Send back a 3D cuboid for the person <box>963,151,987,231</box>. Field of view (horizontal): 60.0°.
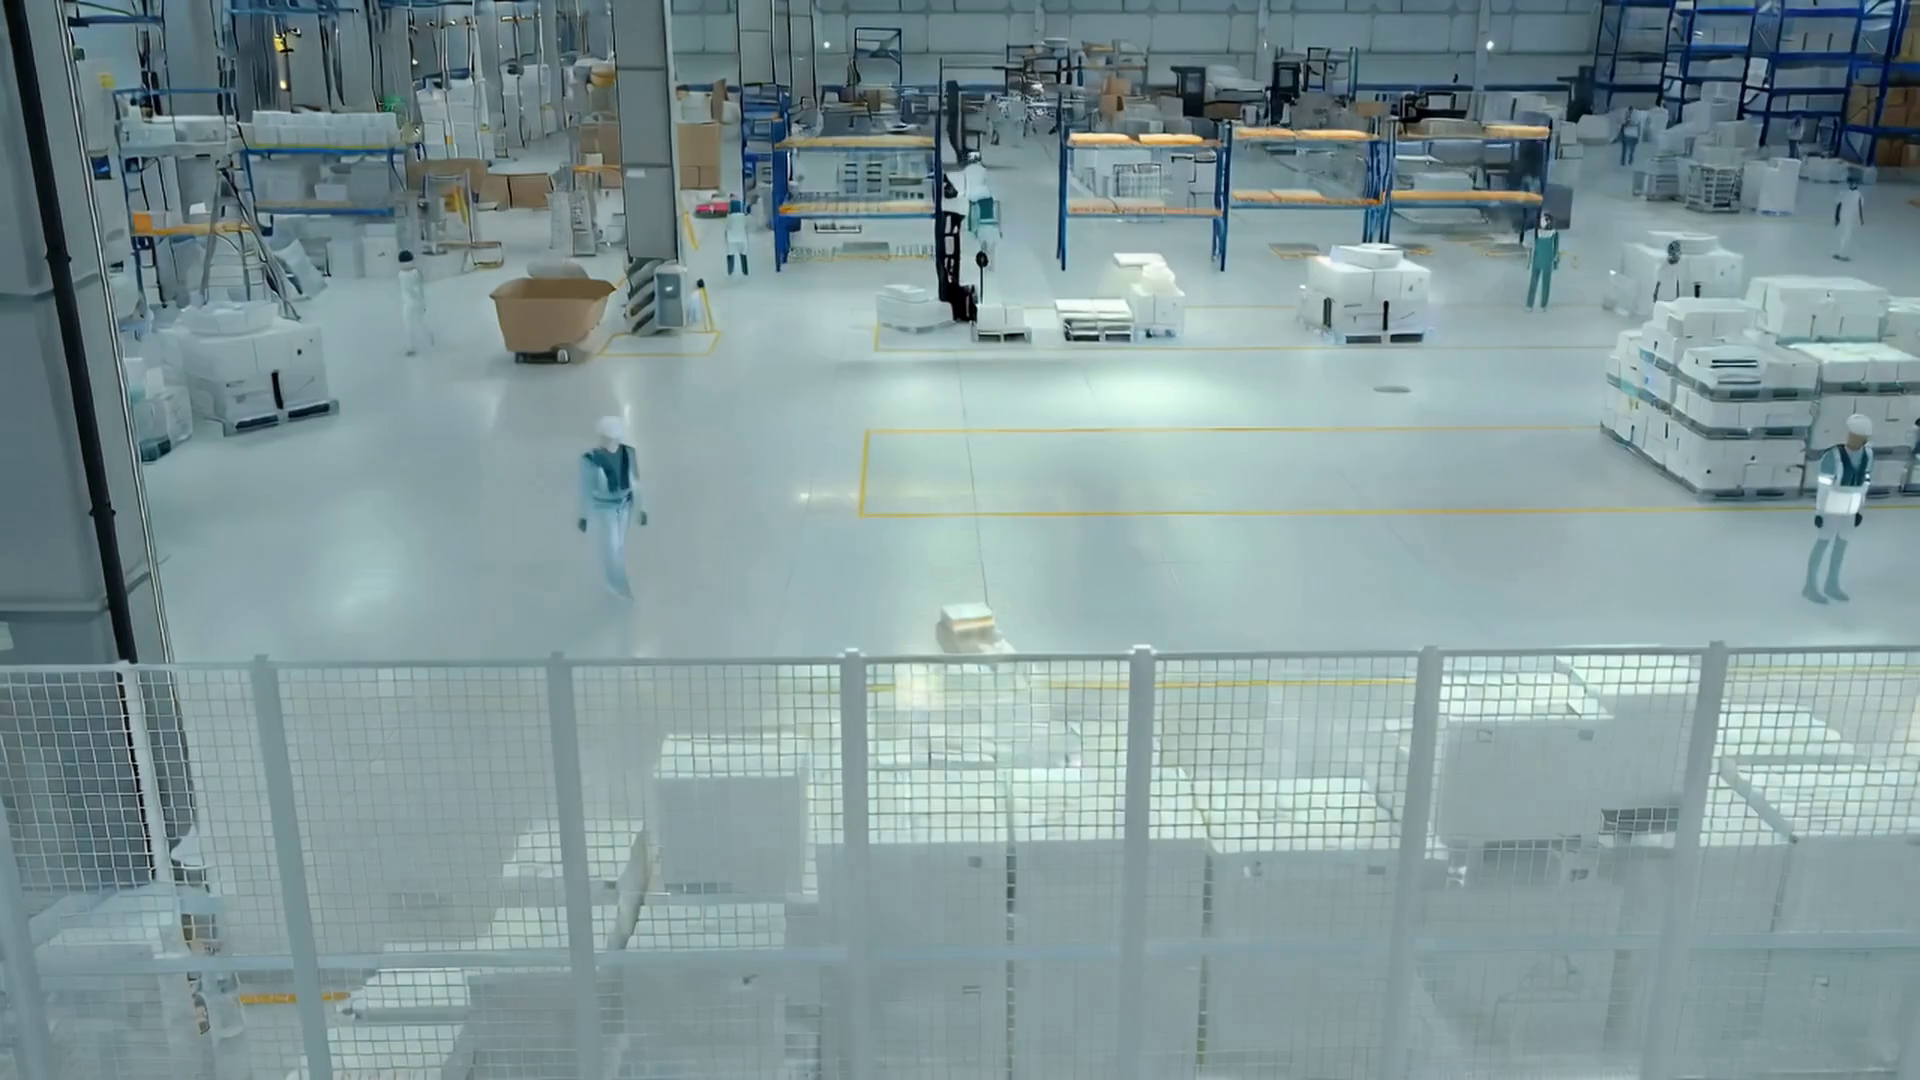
[{"bbox_3d":[0.363,-8.511,40.581,0.594,1.930,0.354,-2,19,-6],"label":"person"}]

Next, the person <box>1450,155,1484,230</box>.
[{"bbox_3d":[12.548,-8.491,40.697,1.021,1.829,0.584,-2,19,-5],"label":"person"}]

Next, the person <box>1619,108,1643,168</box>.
[{"bbox_3d":[21.886,-13.108,54.262,0.609,1.909,0.386,11,22,30],"label":"person"}]

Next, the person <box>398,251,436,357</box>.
[{"bbox_3d":[-8.900,-3.871,27.134,0.488,1.727,0.504,5,19,16],"label":"person"}]

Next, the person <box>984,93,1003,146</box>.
[{"bbox_3d":[1.199,-15.544,61.501,0.959,1.879,0.655,-13,23,-34],"label":"person"}]

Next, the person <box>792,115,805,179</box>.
[{"bbox_3d":[-5.024,-12.107,51.241,0.379,1.938,0.547,-11,22,-30],"label":"person"}]

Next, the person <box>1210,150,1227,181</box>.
[{"bbox_3d":[7.194,-10.272,46.278,0.548,1.622,0.388,4,19,12],"label":"person"}]

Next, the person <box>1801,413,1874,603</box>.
[{"bbox_3d":[8.626,-0.310,16.267,0.541,1.930,0.385,-3,19,-8],"label":"person"}]

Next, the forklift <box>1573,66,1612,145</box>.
[{"bbox_3d":[23.293,-16.232,62.025,1.873,2.768,1.129,17,25,41],"label":"forklift"}]

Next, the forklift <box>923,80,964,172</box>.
[{"bbox_3d":[-0.248,-13.248,53.171,1.873,2.768,1.129,-1,19,-1],"label":"forklift"}]

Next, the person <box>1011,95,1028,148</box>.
[{"bbox_3d":[2.171,-15.315,60.802,0.669,1.932,0.509,-12,22,-31],"label":"person"}]

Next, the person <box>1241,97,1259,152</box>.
[{"bbox_3d":[10.294,-14.768,59.131,0.634,1.938,0.355,2,19,7],"label":"person"}]

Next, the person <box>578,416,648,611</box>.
[{"bbox_3d":[-3.303,-0.264,16.159,0.966,1.897,0.633,16,25,40],"label":"person"}]

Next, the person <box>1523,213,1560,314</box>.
[{"bbox_3d":[10.706,-5.088,30.566,0.506,1.843,0.351,12,22,32],"label":"person"}]

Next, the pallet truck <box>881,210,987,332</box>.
[{"bbox_3d":[-0.493,-4.759,29.349,1.885,1.965,0.823,-13,23,-34],"label":"pallet truck"}]

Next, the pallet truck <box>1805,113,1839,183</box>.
[{"bbox_3d":[26.403,-11.957,50.702,0.823,1.965,1.885,6,19,16],"label":"pallet truck"}]

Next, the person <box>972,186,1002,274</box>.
[{"bbox_3d":[0.566,-6.506,34.873,0.628,1.794,0.980,1,19,2],"label":"person"}]

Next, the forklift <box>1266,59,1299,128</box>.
[{"bbox_3d":[13.179,-18.071,67.481,1.129,2.768,1.873,0,19,-1],"label":"forklift"}]

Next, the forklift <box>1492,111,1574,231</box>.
[{"bbox_3d":[13.943,-9.002,40.577,1.873,2.768,1.129,-1,19,-2],"label":"forklift"}]

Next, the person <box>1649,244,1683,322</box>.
[{"bbox_3d":[11.573,-3.895,27.065,0.933,1.823,0.504,17,25,40],"label":"person"}]

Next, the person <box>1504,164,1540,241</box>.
[{"bbox_3d":[13.175,-7.840,38.713,0.603,1.866,1.018,-10,21,-28],"label":"person"}]

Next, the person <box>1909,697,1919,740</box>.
[{"bbox_3d":[6.994,1.293,11.596,0.989,1.868,0.695,5,19,14],"label":"person"}]

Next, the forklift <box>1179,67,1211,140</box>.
[{"bbox_3d":[8.564,-16.052,61.490,1.129,2.768,1.873,-3,19,-9],"label":"forklift"}]

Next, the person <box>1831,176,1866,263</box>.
[{"bbox_3d":[19.378,-6.960,36.141,0.530,1.834,0.896,-5,19,-15],"label":"person"}]

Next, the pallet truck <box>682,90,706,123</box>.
[{"bbox_3d":[-9.671,-15.907,62.421,0.823,1.965,1.885,5,19,15],"label":"pallet truck"}]

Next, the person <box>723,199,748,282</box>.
[{"bbox_3d":[-4.538,-6.093,33.843,0.535,1.653,0.890,-7,20,-21],"label":"person"}]

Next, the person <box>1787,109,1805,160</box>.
[{"bbox_3d":[27.508,-13.271,54.848,0.624,1.841,0.430,-13,23,-34],"label":"person"}]
